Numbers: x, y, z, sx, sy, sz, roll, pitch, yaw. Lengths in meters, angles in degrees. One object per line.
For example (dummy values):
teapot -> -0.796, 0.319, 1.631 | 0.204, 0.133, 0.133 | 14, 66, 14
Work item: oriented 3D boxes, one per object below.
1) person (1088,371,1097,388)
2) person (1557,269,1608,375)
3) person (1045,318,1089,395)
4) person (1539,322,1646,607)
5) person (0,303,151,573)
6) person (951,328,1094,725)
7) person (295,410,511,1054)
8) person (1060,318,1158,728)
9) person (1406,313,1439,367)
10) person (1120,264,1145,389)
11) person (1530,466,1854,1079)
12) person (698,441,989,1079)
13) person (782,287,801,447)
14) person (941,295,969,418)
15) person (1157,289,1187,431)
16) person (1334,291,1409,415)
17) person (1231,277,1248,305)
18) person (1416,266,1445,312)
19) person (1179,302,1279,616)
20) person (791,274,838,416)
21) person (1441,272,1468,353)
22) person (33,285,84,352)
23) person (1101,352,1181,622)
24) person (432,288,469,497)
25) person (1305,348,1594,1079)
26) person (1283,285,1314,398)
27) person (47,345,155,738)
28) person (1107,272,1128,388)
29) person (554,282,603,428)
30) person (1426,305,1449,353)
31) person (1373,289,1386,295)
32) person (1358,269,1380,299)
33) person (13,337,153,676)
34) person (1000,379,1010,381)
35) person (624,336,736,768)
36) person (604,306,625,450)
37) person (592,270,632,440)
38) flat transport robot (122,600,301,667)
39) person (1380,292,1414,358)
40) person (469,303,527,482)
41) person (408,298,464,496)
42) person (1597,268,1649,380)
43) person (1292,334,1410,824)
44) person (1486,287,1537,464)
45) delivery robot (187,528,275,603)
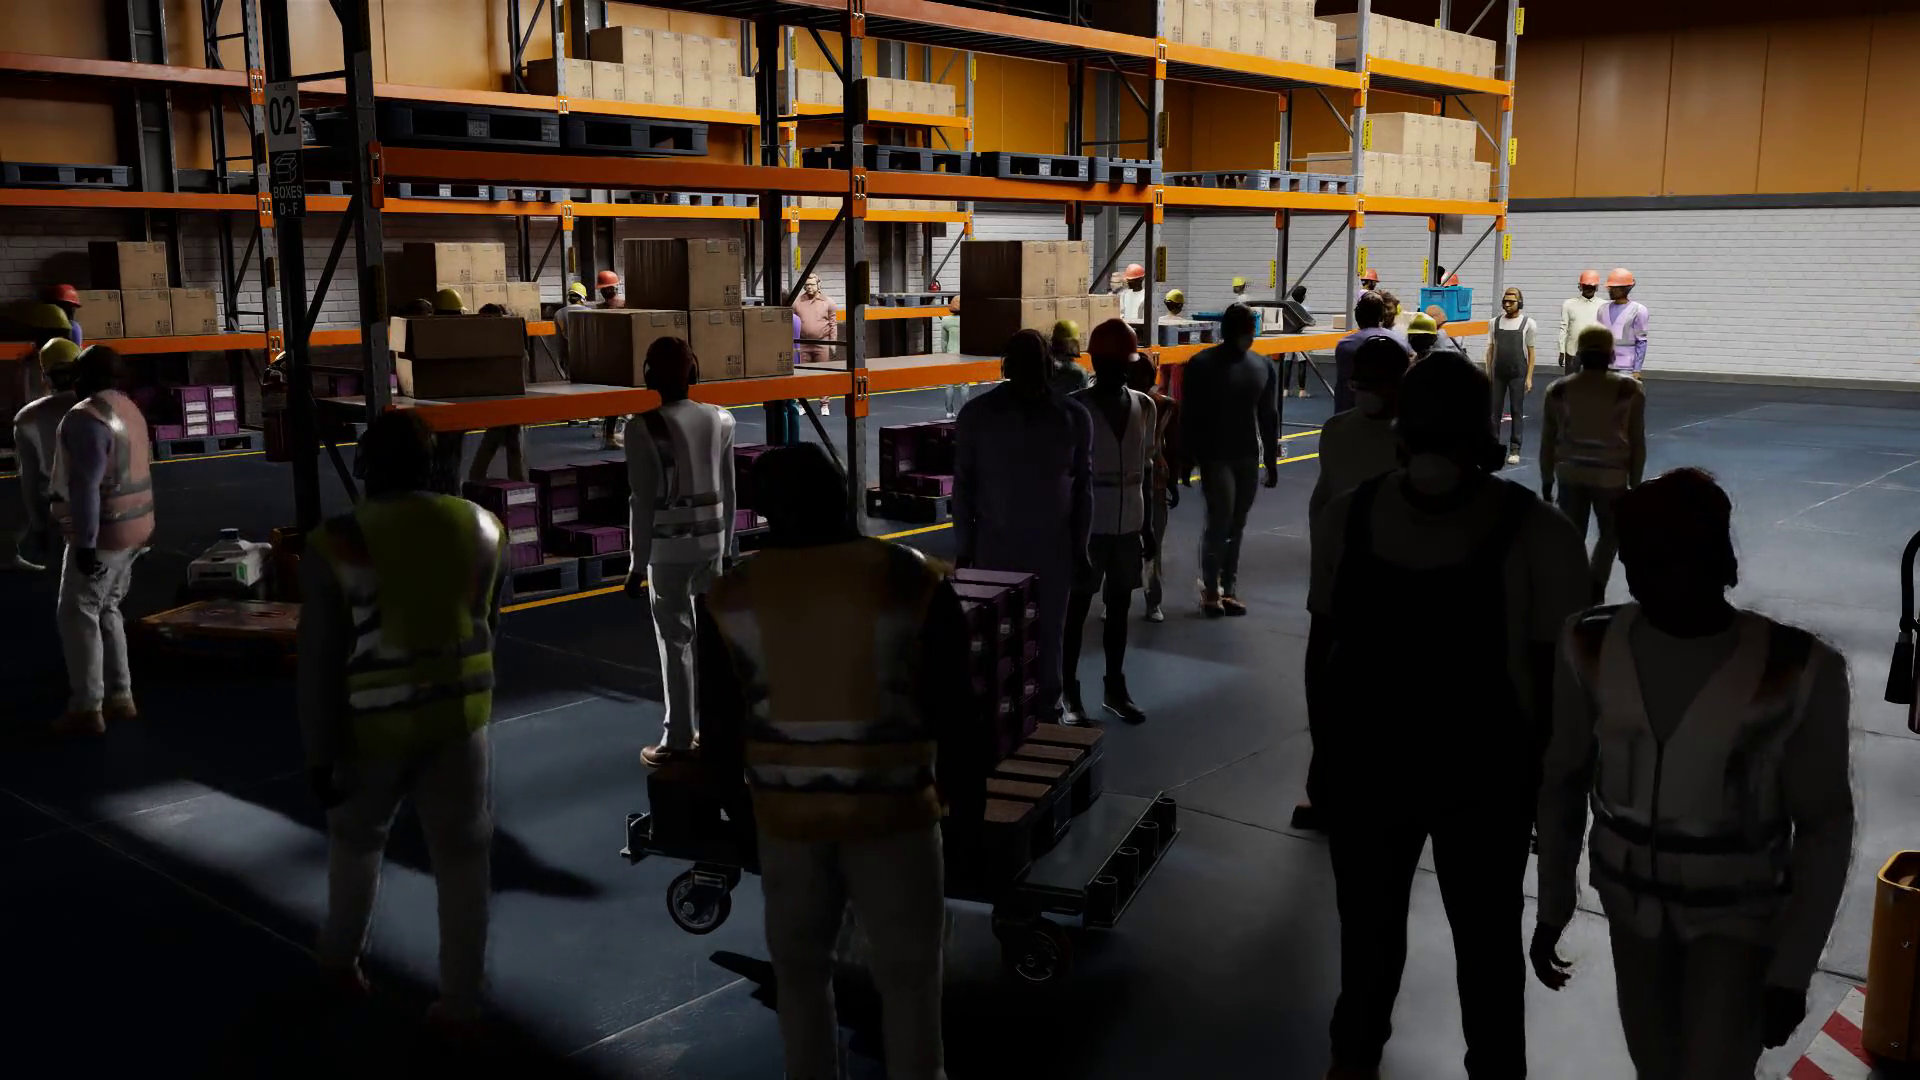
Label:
person -> 1.671, -2.435, 22.120 | 0.517, 1.636, 0.314 | 8, 13, 39
person -> 7.626, -2.302, 20.339 | 0.612, 1.997, 0.376 | 2, 10, 10
person -> 0.781, -0.809, 12.602 | 0.501, 1.727, 0.357 | 7, 12, 36
person -> 3.810, -0.405, 10.048 | 0.613, 1.813, 0.420 | 6, 11, 29
person -> -6.298, -0.705, 11.589 | 0.983, 1.871, 0.608 | -6, 12, -33
person -> 0.282, 0.025, 7.348 | 0.639, 1.908, 0.409 | -1, 10, -6
person -> -1.645, 0.521, 4.847 | 0.639, 1.787, 0.953 | -8, 13, -38
person -> 0.697, -0.073, 7.823 | 0.552, 1.932, 0.377 | -4, 11, -24
person -> 3.434, -0.808, 12.486 | 0.304, 1.771, 0.532 | -4, 11, -21
person -> 2.425, -2.786, 22.994 | 0.404, 2.033, 0.608 | -9, 13, -40
person -> 1.506, 0.753, 3.399 | 0.821, 1.846, 0.589 | -8, 13, -40
person -> -0.213, 0.669, 3.996 | 0.779, 1.806, 0.434 | 1, 10, 7
person -> -1.885, -1.766, 17.706 | 0.390, 1.850, 0.565 | 5, 11, 26
person -> -0.014, -2.420, 22.035 | 0.502, 1.636, 0.280 | 5, 11, 25
person -> 2.528, -2.084, 19.752 | 0.533, 1.768, 0.310 | 9, 13, 42
person -> 3.010, -0.865, 12.323 | 0.635, 1.938, 0.359 | -5, 11, -25
person -> 4.938, -3.751, 29.278 | 0.443, 1.744, 0.559 | 1, 10, 7
person -> 7.999, -3.637, 28.048 | 0.608, 1.958, 0.385 | 6, 12, 32
person -> 1.676, -0.478, 10.141 | 0.643, 1.924, 0.489 | -4, 11, -22
person -> -1.979, -2.614, 22.373 | 0.655, 1.906, 0.407 | 1, 10, 3
person -> 6.686, -2.696, 22.784 | 0.545, 1.932, 0.386 | 8, 13, 39
person -> -8.399, -1.425, 15.590 | 0.616, 1.910, 0.514 | 4, 11, 23
person -> 1.071, -0.314, 10.039 | 0.523, 1.638, 0.310 | 0, 10, 2
person -> -4.168, -1.086, 13.609 | 0.369, 1.925, 0.594 | -8, 13, -38
person -> 1.155, 0.525, 4.119 | 0.698, 2.000, 0.537 | 7, 12, 34
person -> 5.075, -2.979, 25.046 | 0.540, 1.695, 0.317 | 7, 12, 35
person -> -4.055, -0.005, 7.847 | 0.451, 1.800, 0.696 | -2, 10, -10
person -> 2.270, -3.015, 24.676 | 0.558, 1.892, 0.681 | -7, 12, -36
person -> -4.781, -2.317, 20.918 | 0.589, 1.824, 0.403 | 2, 10, 12
person -> 5.371, -1.832, 18.735 | 0.369, 1.624, 0.518 | 1, 10, 4
person -> 6.237, -2.931, 24.946 | 0.315, 1.636, 0.515 | -7, 12, -34
person -> 6.209, -3.173, 25.489 | 0.384, 1.930, 0.547 | -7, 12, -34
person -> -4.530, -0.140, 8.586 | 0.604, 1.802, 0.755 | -1, 10, -6
person -> 0.905, -3.642, 28.183 | 0.591, 1.922, 0.390 | -3, 10, -15
person -> -1.206, 0.063, 7.207 | 0.358, 1.880, 0.574 | 9, 13, 40
person -> -3.614, -1.831, 18.606 | 0.861, 1.644, 0.544 | -6, 11, -29
person -> -4.107, -2.176, 19.635 | 0.609, 1.993, 0.384 | 8, 13, 40
flat transport robot -> -3.938, 0.506, 9.261 | 1.431, 0.197, 0.652 | 2, 10, 14
person -> 4.160, -1.477, 16.108 | 0.522, 1.837, 0.728 | 3, 10, 15
person -> -3.441, -0.820, 12.324 | 0.561, 1.845, 0.670 | 9, 13, 41
person -> -4.554, -1.168, 14.365 | 0.553, 1.841, 0.365 | -9, 14, -42
person -> 6.980, -1.865, 17.715 | 0.374, 2.042, 0.615 | -7, 12, -33
person -> 1.589, 0.184, 6.367 | 0.372, 1.934, 0.627 | -9, 13, -41
person -> 5.749, -1.714, 17.423 | 0.507, 1.847, 0.351 | 7, 12, 35
delivery robot -> -4.416, 0.172, 10.086 | 0.477, 0.478, 0.707 | -2, 10, -9
